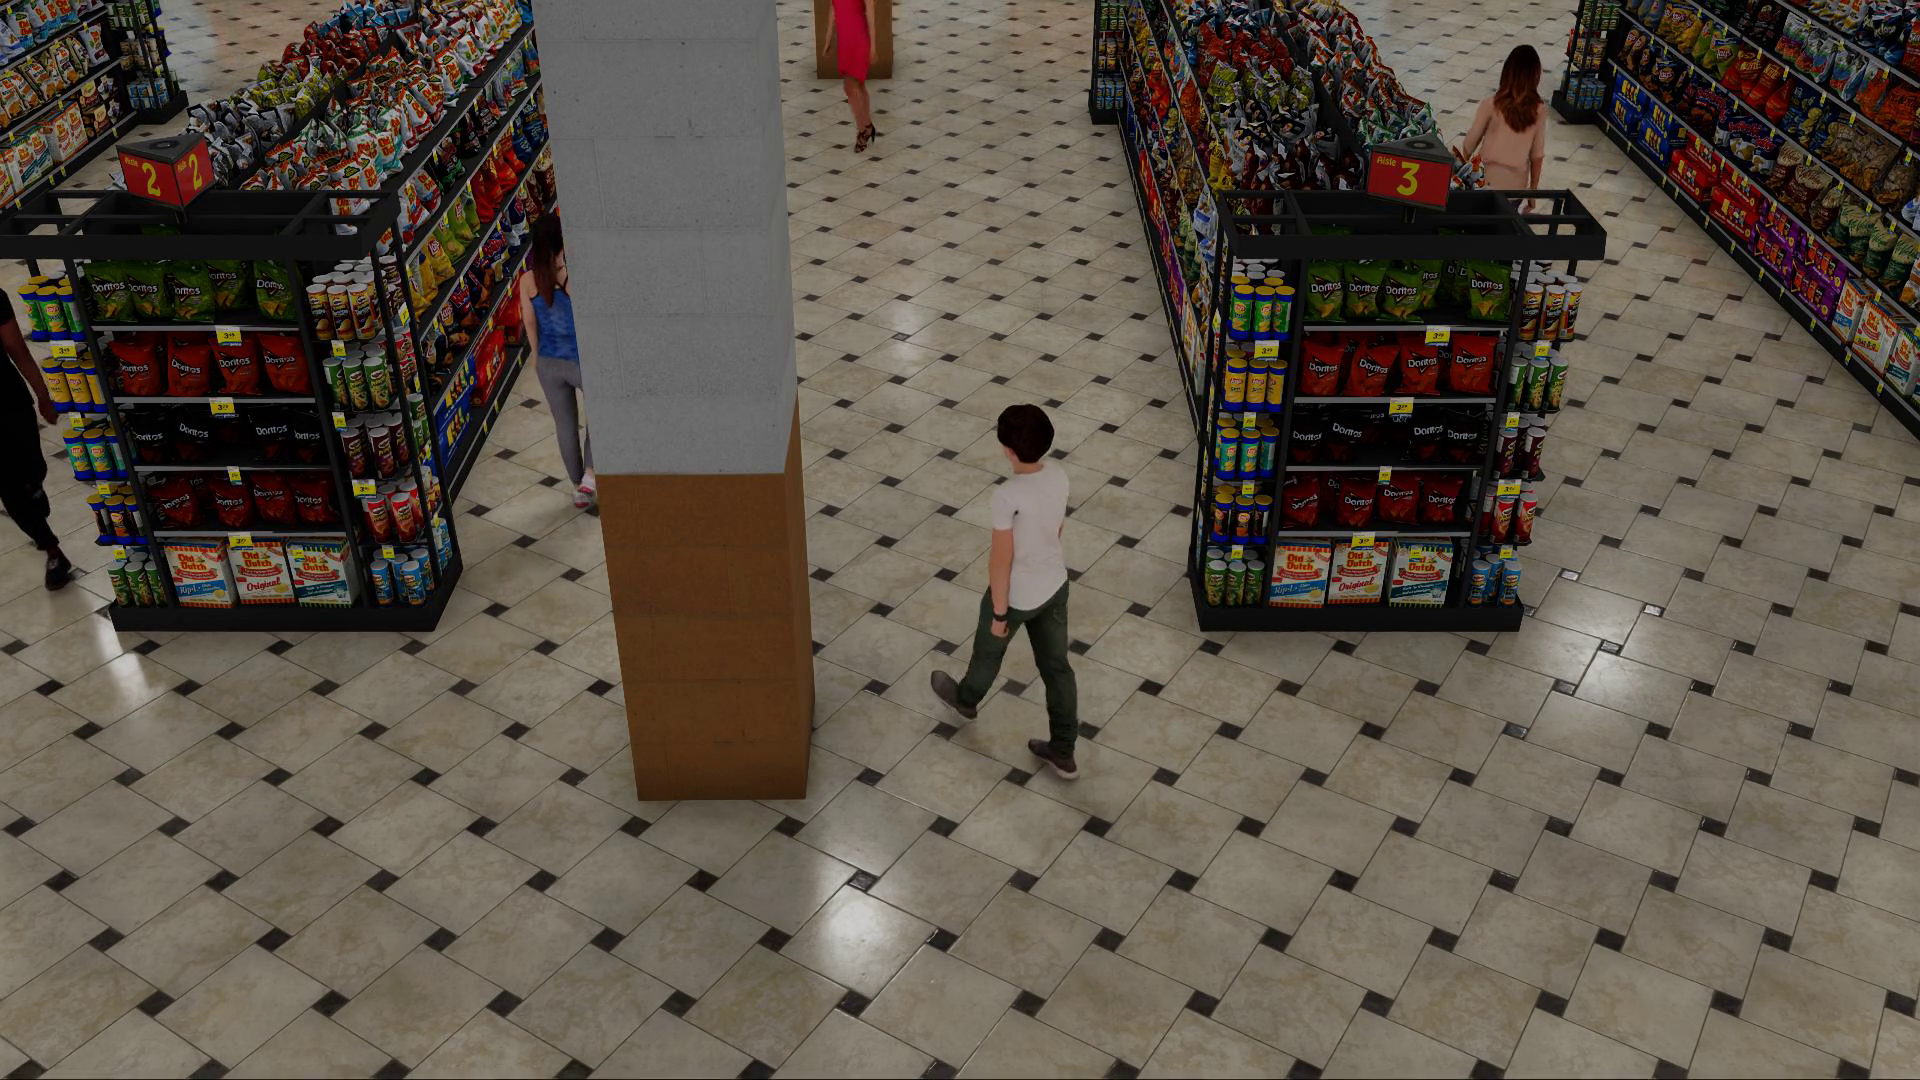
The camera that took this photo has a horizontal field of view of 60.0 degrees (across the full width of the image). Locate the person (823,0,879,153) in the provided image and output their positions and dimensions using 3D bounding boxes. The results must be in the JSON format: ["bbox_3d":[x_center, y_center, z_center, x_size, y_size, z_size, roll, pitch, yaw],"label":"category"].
[{"bbox_3d":[-0.785,-4.033,13.481,0.788,1.716,0.727,-25,40,-34],"label":"person"}]

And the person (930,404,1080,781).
[{"bbox_3d":[0.330,0.261,6.672,1.005,1.619,1.118,-24,39,-33],"label":"person"}]

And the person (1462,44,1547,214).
[{"bbox_3d":[3.388,-2.136,10.403,0.611,1.747,1.023,-1,32,-2],"label":"person"}]

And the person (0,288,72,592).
[{"bbox_3d":[-4.660,-0.647,7.972,1.019,1.787,1.202,-16,35,-23],"label":"person"}]

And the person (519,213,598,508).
[{"bbox_3d":[-2.003,-0.866,8.495,0.569,1.605,0.581,1,32,2],"label":"person"}]
